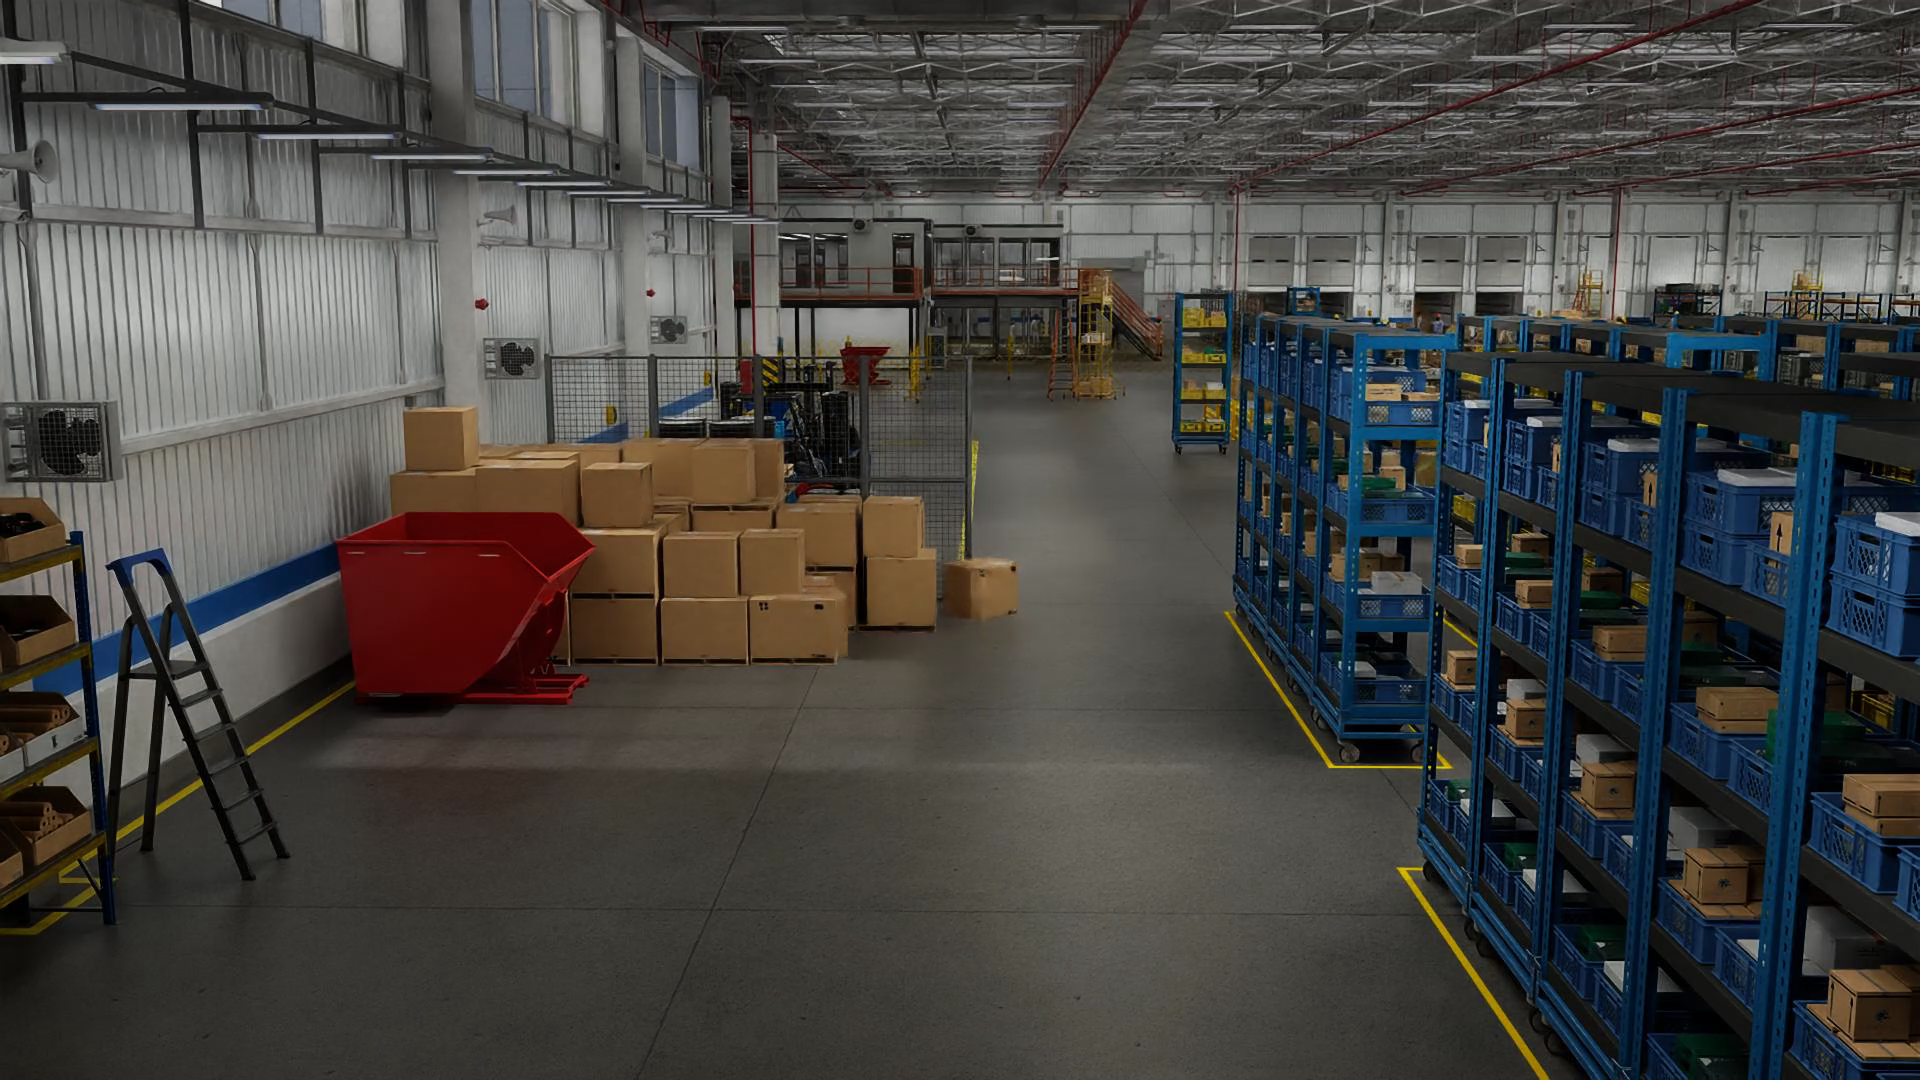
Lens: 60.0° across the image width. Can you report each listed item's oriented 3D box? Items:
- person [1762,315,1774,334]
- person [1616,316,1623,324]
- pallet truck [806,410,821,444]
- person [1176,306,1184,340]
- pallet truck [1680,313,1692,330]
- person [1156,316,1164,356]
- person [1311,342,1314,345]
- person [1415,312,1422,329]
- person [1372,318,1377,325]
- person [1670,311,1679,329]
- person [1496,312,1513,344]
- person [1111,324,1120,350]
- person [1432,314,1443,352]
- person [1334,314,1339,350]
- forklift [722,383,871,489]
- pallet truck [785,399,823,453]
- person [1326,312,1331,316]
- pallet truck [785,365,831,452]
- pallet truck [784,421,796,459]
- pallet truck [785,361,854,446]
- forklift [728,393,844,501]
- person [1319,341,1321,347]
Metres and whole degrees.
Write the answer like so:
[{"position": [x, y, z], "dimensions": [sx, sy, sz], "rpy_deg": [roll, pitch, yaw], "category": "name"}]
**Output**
[{"position": [38.476, -9.715, 79.076], "dimensions": [0.535, 2.000, 0.701], "rpy_deg": [-7, 12, -38], "category": "person"}, {"position": [32.612, -10.184, 82.543], "dimensions": [0.821, 1.860, 0.589], "rpy_deg": [-5, 11, -30], "category": "person"}, {"position": [-3.559, -2.018, 33.905], "dimensions": [1.522, 1.261, 0.704], "rpy_deg": [0, 9, -1], "category": "pallet truck"}, {"position": [12.997, -12.829, 98.424], "dimensions": [0.395, 1.993, 0.616], "rpy_deg": [-6, 11, -35], "category": "person"}, {"position": [36.315, -10.531, 84.244], "dimensions": [0.823, 1.965, 1.885], "rpy_deg": [-6, 11, -33], "category": "pallet truck"}, {"position": [9.578, -9.834, 80.125], "dimensions": [0.358, 1.938, 0.542], "rpy_deg": [-4, 10, -22], "category": "person"}, {"position": [11.491, -5.703, 55.092], "dimensions": [0.700, 1.807, 0.404], "rpy_deg": [1, 9, 3], "category": "person"}, {"position": [25.434, -11.799, 92.607], "dimensions": [0.883, 1.825, 0.490], "rpy_deg": [2, 10, 14], "category": "person"}, {"position": [19.312, -9.356, 77.365], "dimensions": [0.981, 1.871, 0.592], "rpy_deg": [-7, 12, -38], "category": "person"}, {"position": [38.528, -11.356, 89.546], "dimensions": [0.366, 1.926, 0.594], "rpy_deg": [-7, 11, -37], "category": "person"}, {"position": [30.238, -11.720, 92.132], "dimensions": [0.981, 1.849, 0.598], "rpy_deg": [-1, 9, -4], "category": "person"}, {"position": [8.047, -10.719, 85.994], "dimensions": [0.519, 1.817, 0.903], "rpy_deg": [-3, 10, -16], "category": "person"}, {"position": [24.111, -10.466, 84.021], "dimensions": [0.356, 1.937, 0.552], "rpy_deg": [-7, 12, -38], "category": "person"}, {"position": [18.767, -10.302, 83.043], "dimensions": [0.585, 1.928, 0.368], "rpy_deg": [5, 10, 28], "category": "person"}, {"position": [-2.893, -1.687, 28.729], "dimensions": [2.680, 1.987, 1.157], "rpy_deg": [0, 9, -1], "category": "forklift"}, {"position": [-3.814, -2.432, 36.419], "dimensions": [1.630, 1.274, 0.653], "rpy_deg": [0, 9, 1], "category": "pallet truck"}, {"position": [19.244, -10.981, 87.224], "dimensions": [0.601, 1.926, 0.458], "rpy_deg": [-5, 11, -29], "category": "person"}, {"position": [-3.774, -2.976, 37.635], "dimensions": [1.885, 1.965, 0.823], "rpy_deg": [1, 9, 5], "category": "pallet truck"}, {"position": [-4.013, -1.793, 32.705], "dimensions": [1.601, 1.201, 0.680], "rpy_deg": [0, 9, 1], "category": "pallet truck"}, {"position": [-3.410, -3.193, 38.978], "dimensions": [1.885, 1.965, 0.823], "rpy_deg": [0, 9, -1], "category": "pallet truck"}, {"position": [-2.979, -1.316, 26.476], "dimensions": [2.680, 1.987, 1.157], "rpy_deg": [0, 9, 1], "category": "forklift"}, {"position": [12.181, -5.893, 55.932], "dimensions": [0.900, 1.892, 0.556], "rpy_deg": [1, 9, 6], "category": "person"}]
